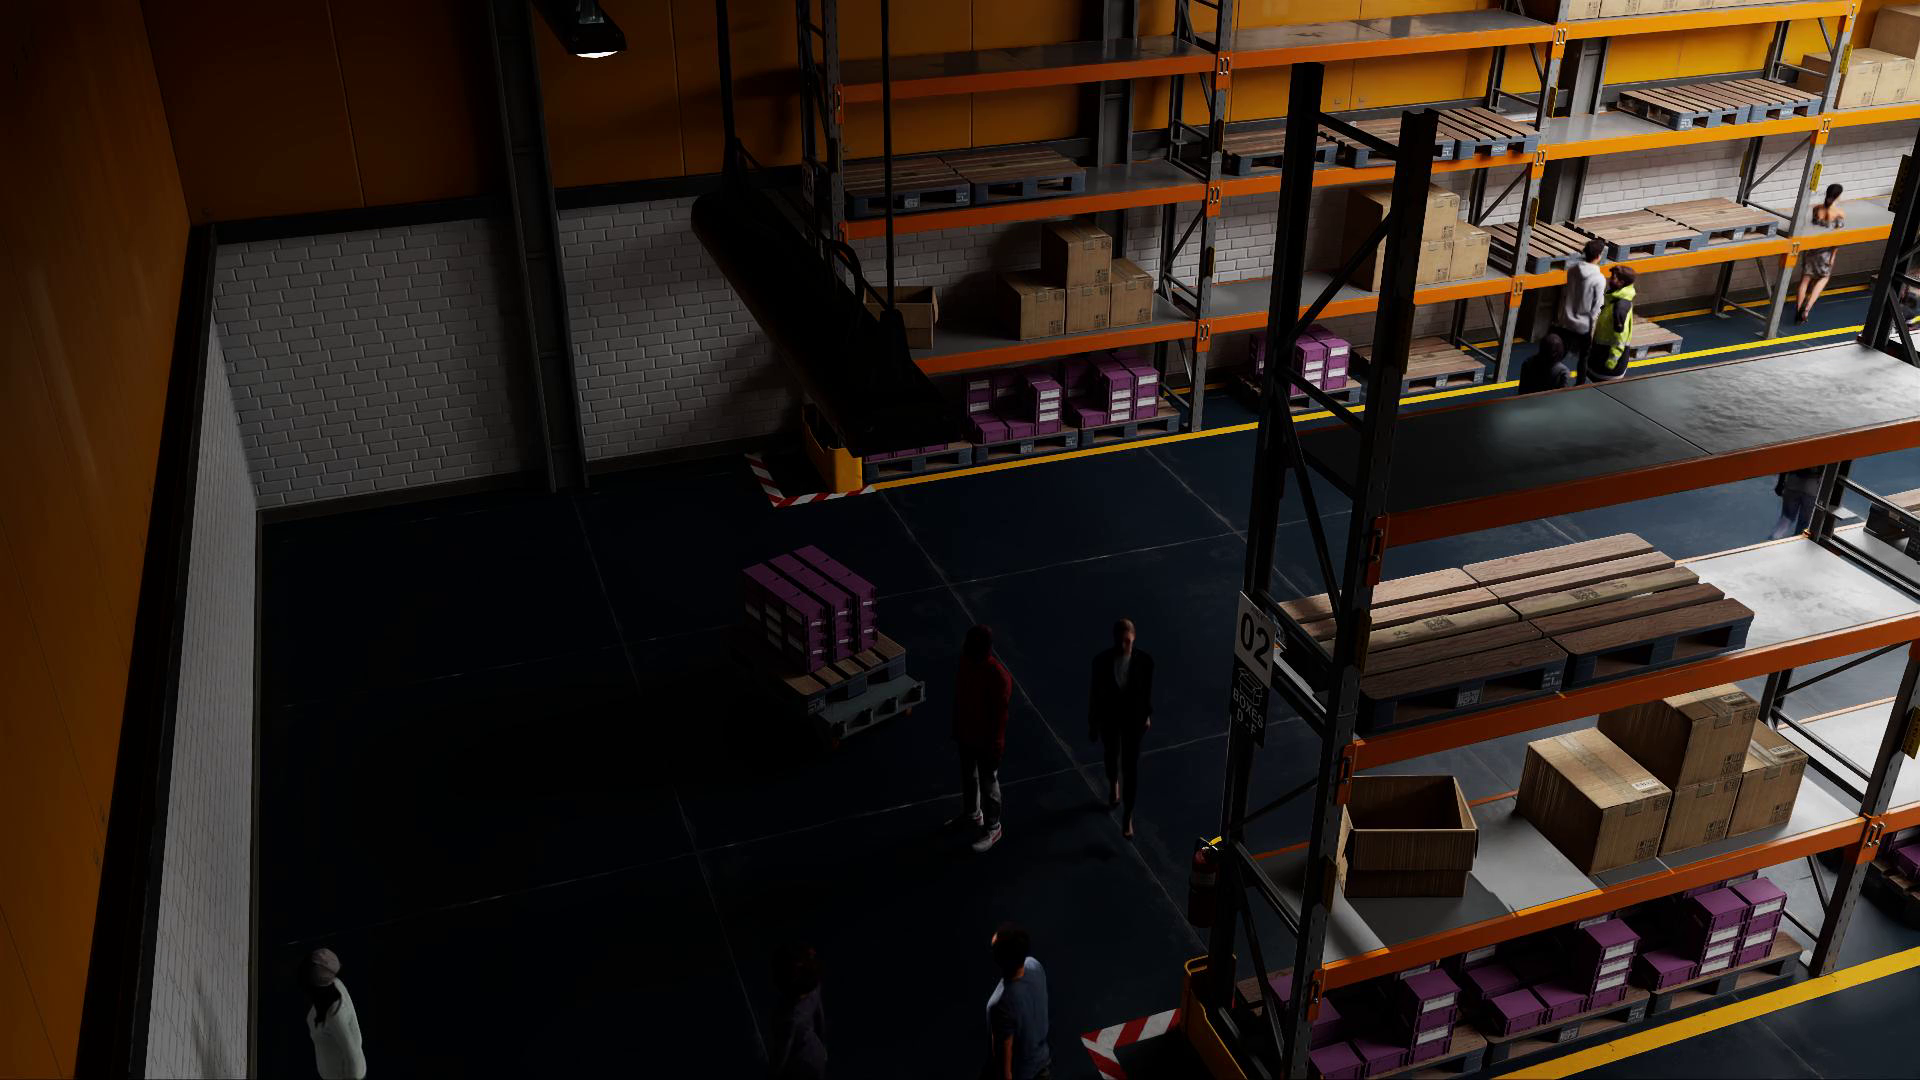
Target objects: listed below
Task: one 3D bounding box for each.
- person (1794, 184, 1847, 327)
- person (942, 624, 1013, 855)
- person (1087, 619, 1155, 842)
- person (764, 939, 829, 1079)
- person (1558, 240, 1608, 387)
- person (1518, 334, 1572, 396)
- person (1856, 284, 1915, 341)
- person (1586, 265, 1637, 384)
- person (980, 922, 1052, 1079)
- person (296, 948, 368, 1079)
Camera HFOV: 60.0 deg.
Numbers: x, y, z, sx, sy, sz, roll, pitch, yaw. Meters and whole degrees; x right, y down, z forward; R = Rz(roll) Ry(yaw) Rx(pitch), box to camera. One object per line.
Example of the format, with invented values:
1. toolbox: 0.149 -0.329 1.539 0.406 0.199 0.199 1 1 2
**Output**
1. person: 10.632 -3.532 20.728 0.717 1.812 0.686 -22 35 -34
2. person: 0.148 1.355 11.763 0.678 1.817 0.721 -18 34 -30
3. person: 1.160 1.269 12.070 0.979 1.674 0.927 1 29 2
4. person: -0.778 2.899 9.066 0.953 1.689 0.822 4 29 8
5. person: 6.823 -2.389 18.553 1.297 1.888 0.951 -21 35 -34
6. person: 5.926 -1.348 16.950 0.779 1.595 0.806 24 36 36
7. person: 10.010 -2.000 18.038 1.167 1.698 0.914 -24 37 -37
8. person: 6.920 -1.972 17.692 0.878 1.981 0.874 7 29 12
9. person: 0.399 2.868 9.047 1.106 1.762 1.154 18 34 30
10. person: -3.383 2.887 9.132 0.526 1.647 0.601 -15 32 -25
